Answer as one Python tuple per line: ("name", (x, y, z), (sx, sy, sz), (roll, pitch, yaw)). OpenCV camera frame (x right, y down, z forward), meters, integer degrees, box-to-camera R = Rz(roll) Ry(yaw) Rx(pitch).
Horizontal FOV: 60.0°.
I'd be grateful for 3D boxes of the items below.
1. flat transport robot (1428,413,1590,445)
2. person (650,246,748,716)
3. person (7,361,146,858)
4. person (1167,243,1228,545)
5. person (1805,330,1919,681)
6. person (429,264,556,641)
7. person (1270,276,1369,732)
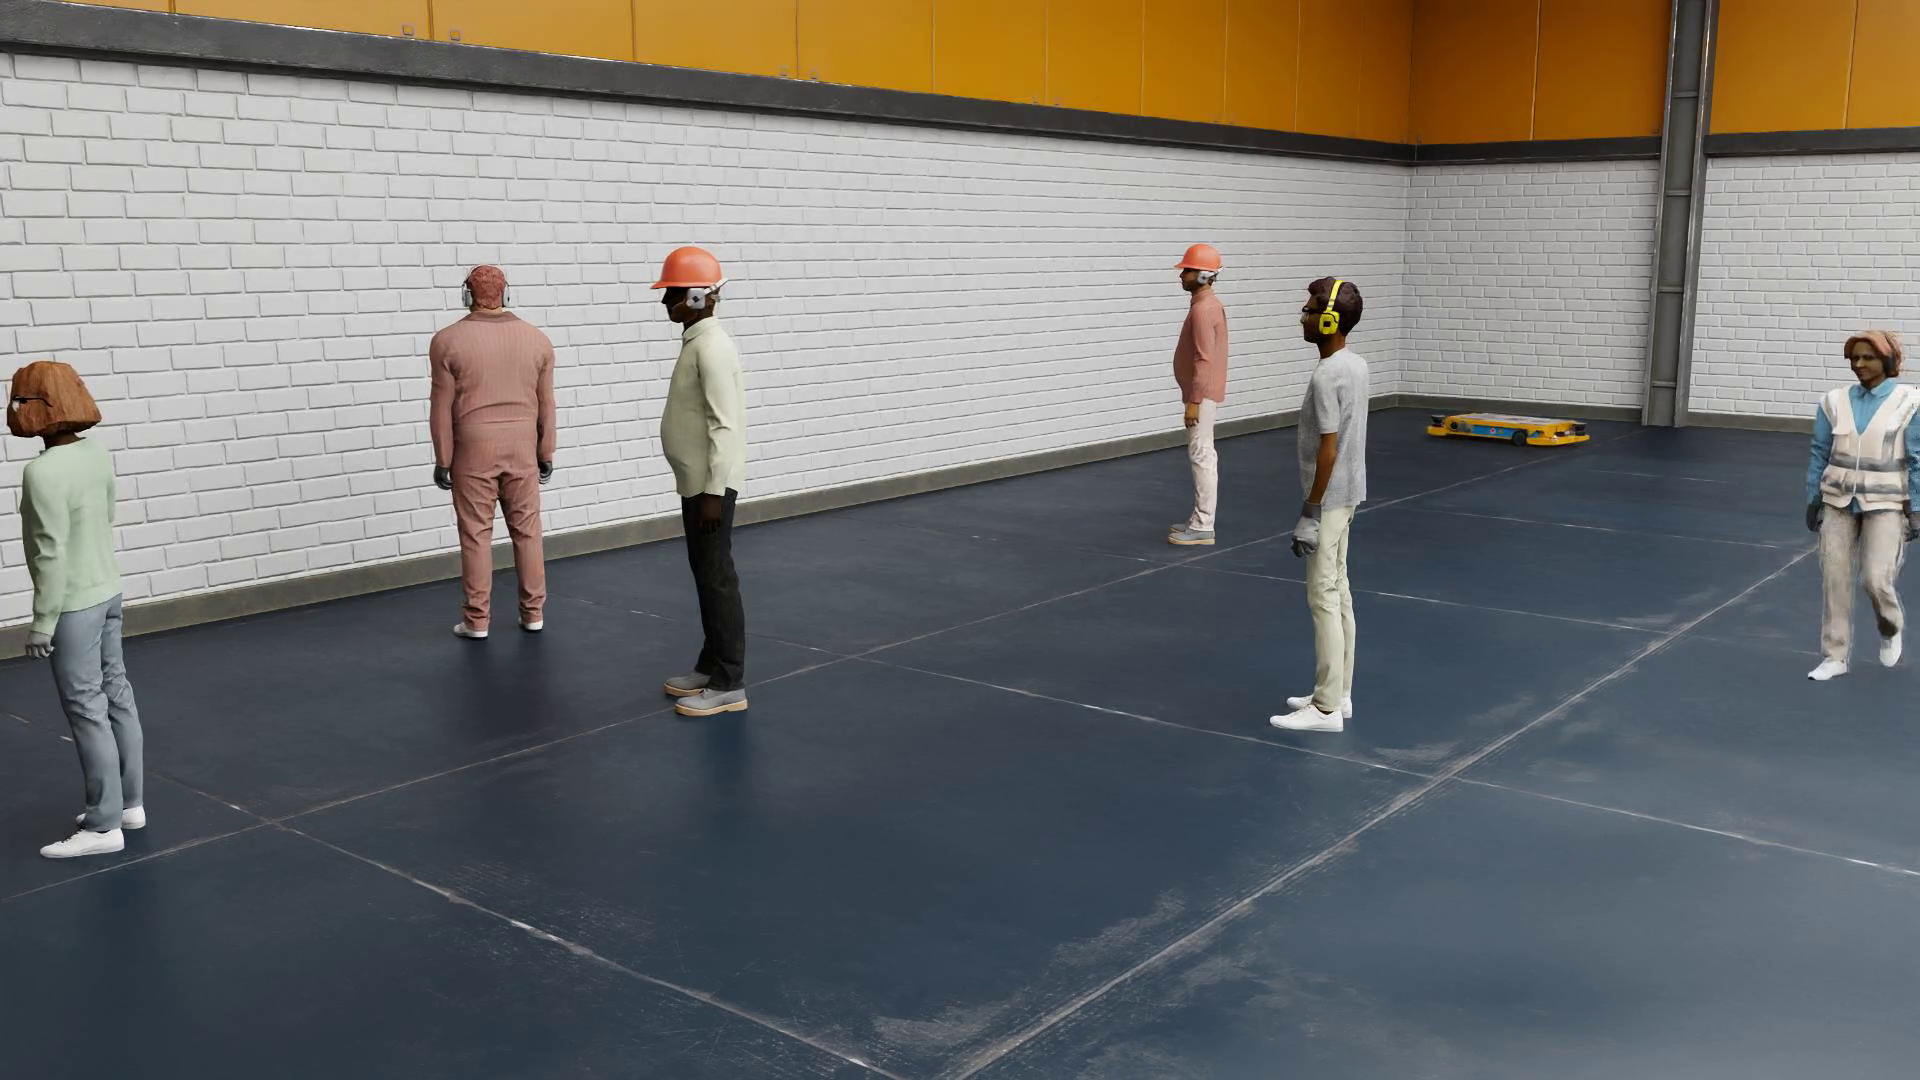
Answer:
("flat transport robot", (5.528, -1.130, 16.795), (0.652, 0.197, 1.431), (-9, 14, -41))
("person", (-1.110, -0.250, 7.144), (0.387, 1.992, 0.626), (-3, 11, -16))
("person", (-2.925, 0.228, 5.495), (0.278, 1.634, 0.498), (-1, 10, -5))
("person", (1.596, -0.965, 11.111), (0.373, 1.993, 0.619), (2, 10, 12))
("person", (4.150, -0.151, 7.613), (0.424, 1.623, 0.530), (-8, 13, -37))
("person", (-2.381, -0.444, 8.494), (0.640, 1.902, 0.402), (-7, 12, -35))
("person", (1.501, -0.135, 6.881), (0.328, 1.862, 0.512), (5, 11, 25))
